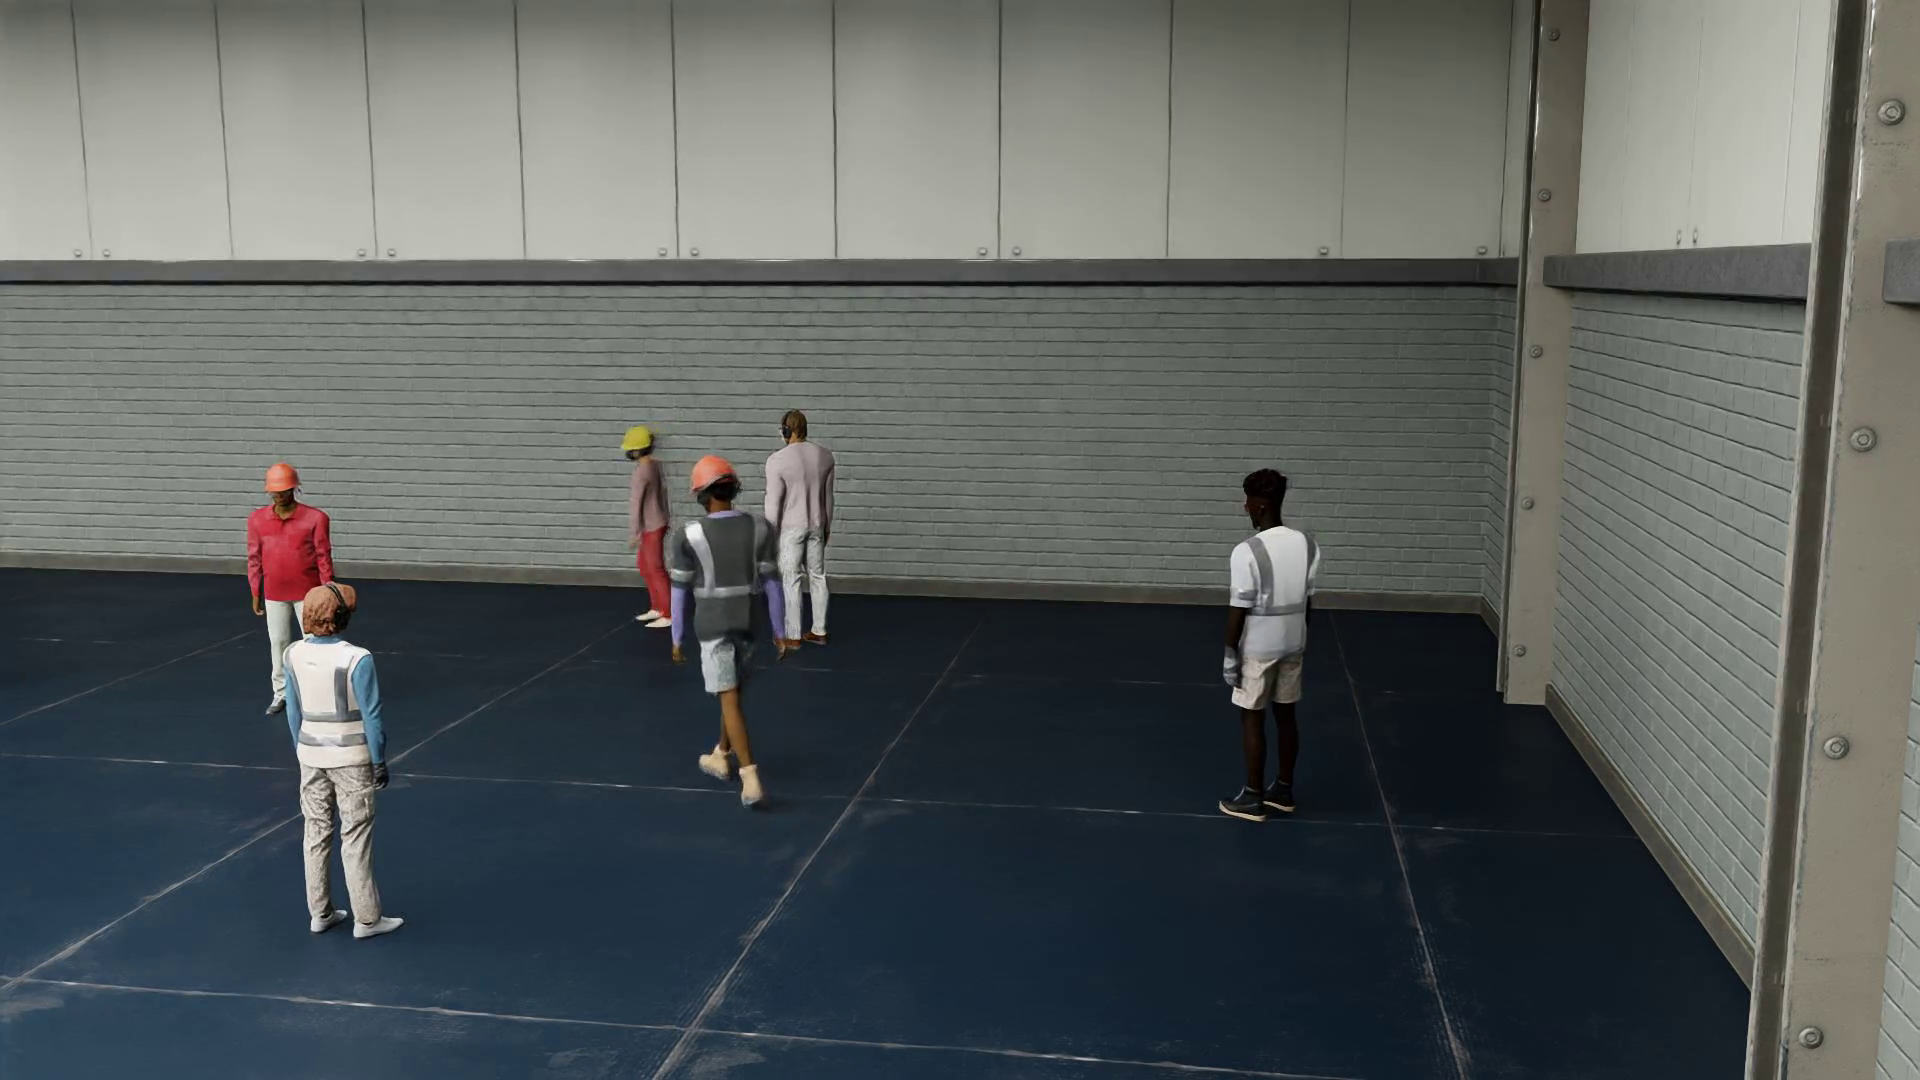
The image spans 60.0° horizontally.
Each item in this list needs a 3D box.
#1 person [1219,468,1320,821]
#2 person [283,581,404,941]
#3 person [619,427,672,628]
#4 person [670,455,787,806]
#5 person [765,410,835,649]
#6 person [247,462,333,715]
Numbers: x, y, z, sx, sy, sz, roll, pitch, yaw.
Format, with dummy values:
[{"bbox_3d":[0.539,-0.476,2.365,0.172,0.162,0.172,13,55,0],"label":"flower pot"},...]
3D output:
[{"bbox_3d":[1.689,0.578,9.205,0.605,1.956,0.398,-6,11,-33],"label":"person"},{"bbox_3d":[-2.817,1.004,7.540,0.513,1.641,0.307,3,10,20],"label":"person"},{"bbox_3d":[-2.624,-0.097,14.043,0.467,1.734,0.556,0,9,1],"label":"person"},{"bbox_3d":[-1.329,0.505,9.576,0.632,1.991,1.034,-5,11,-30],"label":"person"},{"bbox_3d":[-1.290,-0.080,13.353,0.633,1.929,0.377,-7,12,-38],"label":"person"},{"bbox_3d":[-4.570,0.335,11.349,0.568,1.744,0.359,-1,9,-5],"label":"person"}]
